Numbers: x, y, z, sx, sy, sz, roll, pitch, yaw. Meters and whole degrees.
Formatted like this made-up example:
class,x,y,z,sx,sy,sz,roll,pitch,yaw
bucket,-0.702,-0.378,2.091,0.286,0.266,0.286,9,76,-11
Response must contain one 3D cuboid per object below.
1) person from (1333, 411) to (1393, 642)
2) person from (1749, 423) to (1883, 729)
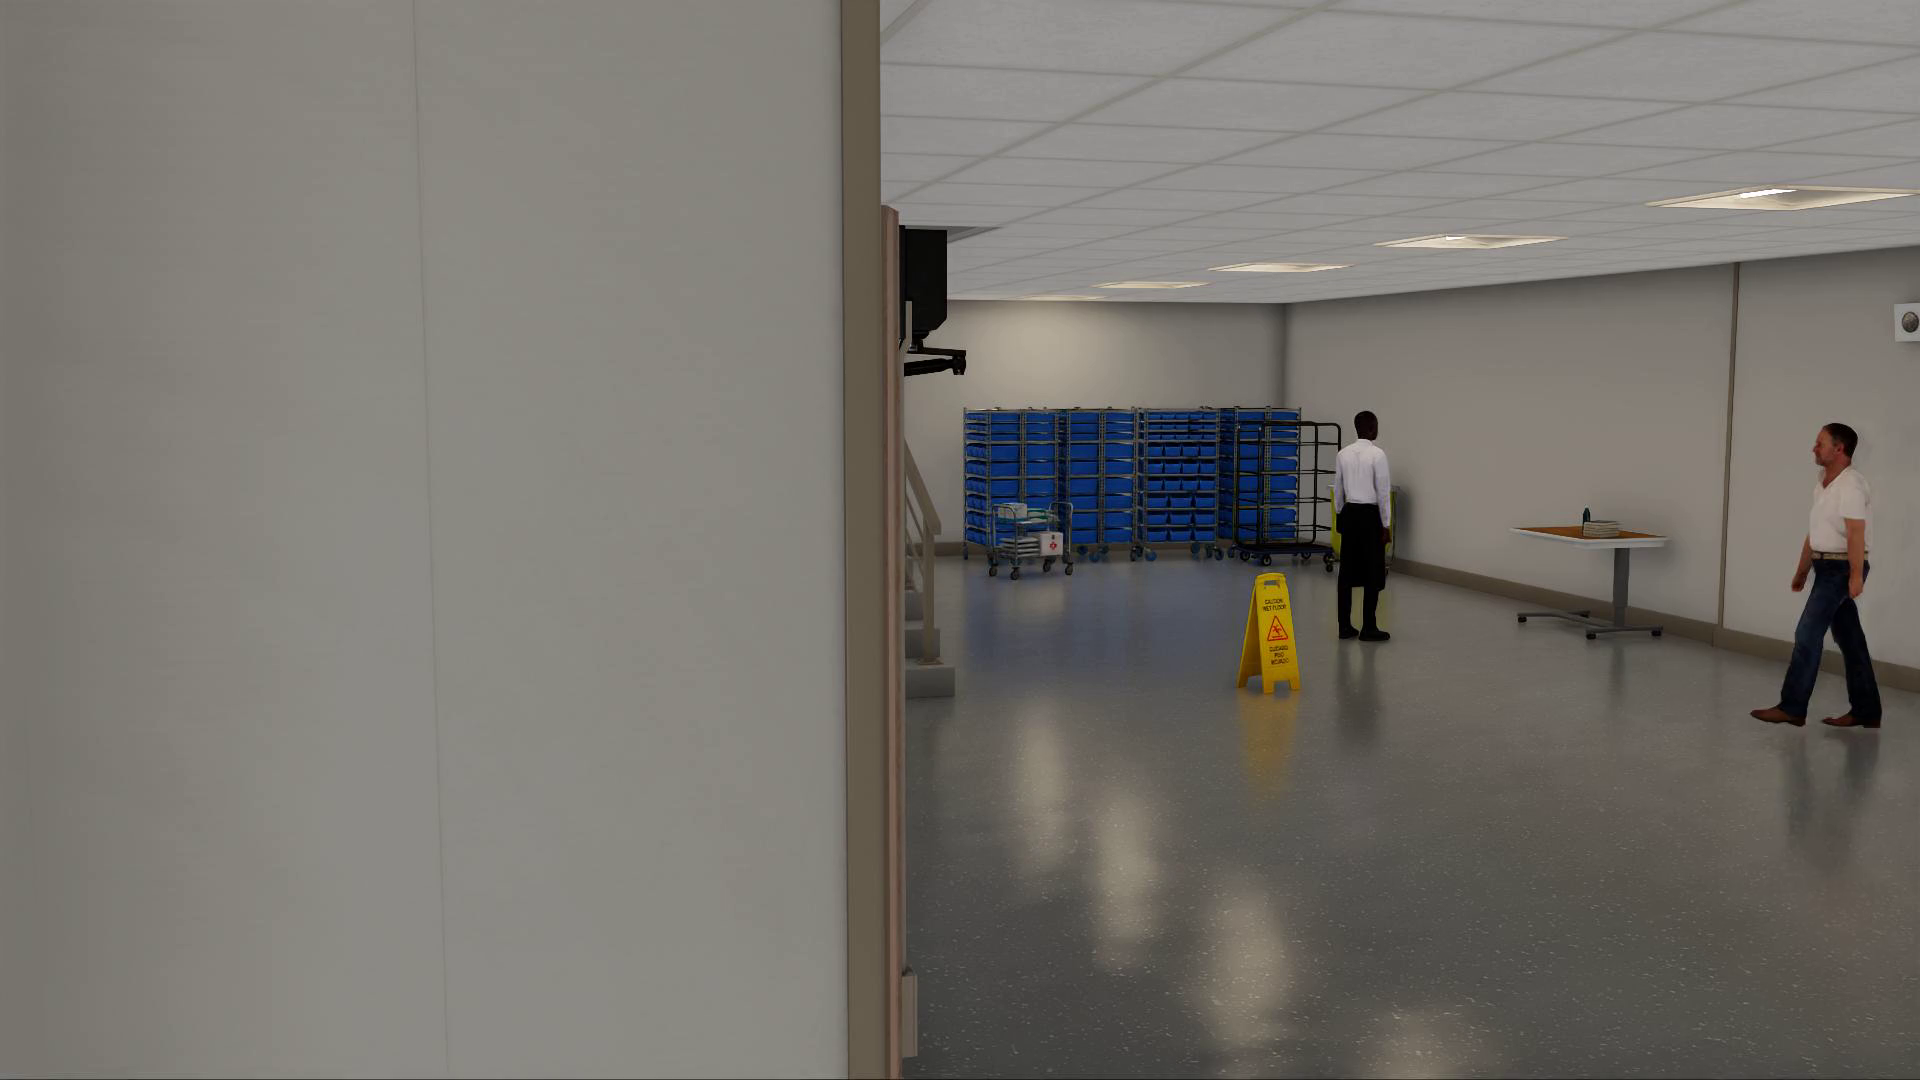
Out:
class,x,y,z,sx,sy,sz,roll,pitch,yaw
person,3.234,-0.120,13.386,0.779,1.836,0.639,-5,8,-43
person,5.350,0.233,9.914,1.003,1.829,1.034,1,6,14
